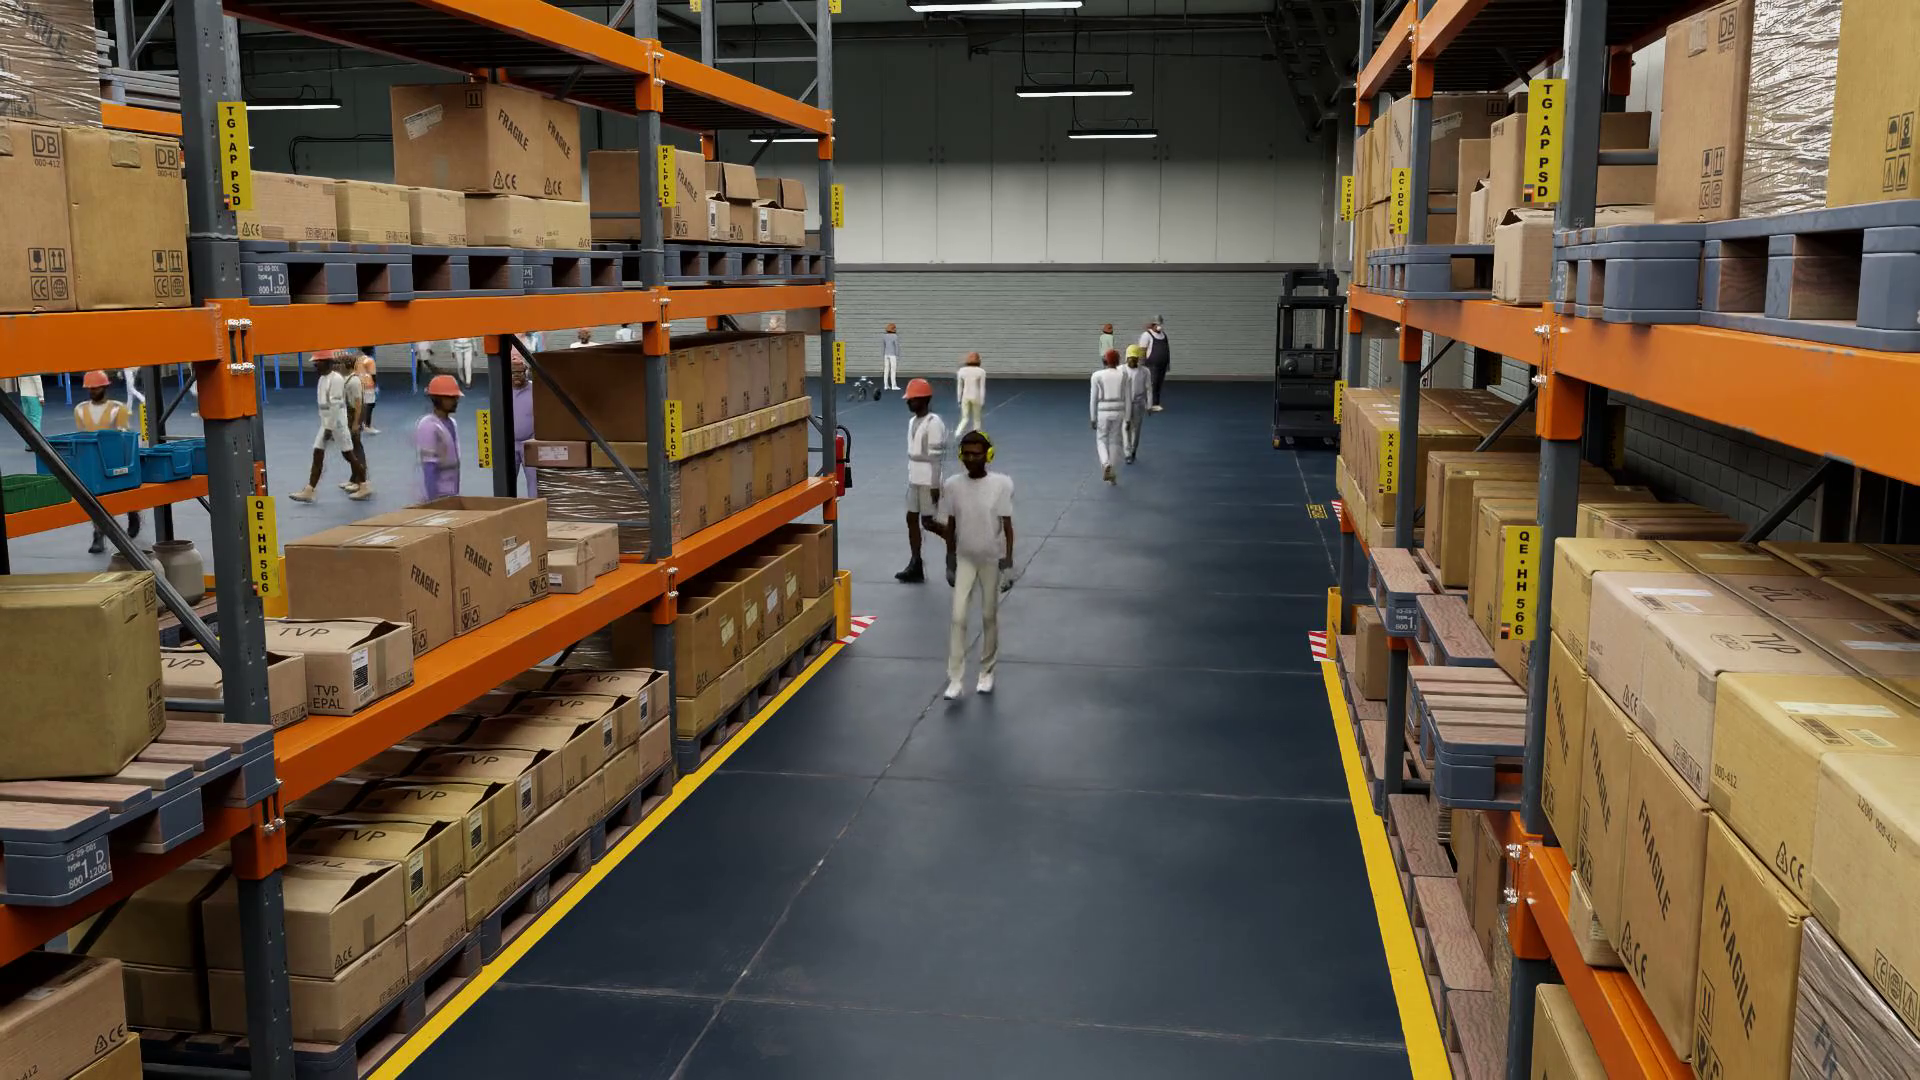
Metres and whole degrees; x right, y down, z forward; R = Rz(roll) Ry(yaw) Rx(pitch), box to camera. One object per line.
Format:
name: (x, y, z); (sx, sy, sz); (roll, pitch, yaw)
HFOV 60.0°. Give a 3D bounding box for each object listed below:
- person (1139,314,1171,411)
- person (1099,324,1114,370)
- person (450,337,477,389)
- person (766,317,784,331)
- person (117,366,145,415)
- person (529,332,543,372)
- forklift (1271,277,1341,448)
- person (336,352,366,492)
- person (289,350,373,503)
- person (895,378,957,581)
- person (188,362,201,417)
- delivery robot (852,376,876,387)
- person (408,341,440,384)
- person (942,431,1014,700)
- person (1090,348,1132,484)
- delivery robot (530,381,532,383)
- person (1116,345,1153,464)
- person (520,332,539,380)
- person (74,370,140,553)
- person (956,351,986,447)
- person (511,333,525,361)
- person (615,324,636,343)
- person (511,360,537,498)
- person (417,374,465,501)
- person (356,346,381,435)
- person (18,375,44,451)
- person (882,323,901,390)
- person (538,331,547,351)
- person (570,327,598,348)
person: (4.115, -3.687, 34.689); (0.685, 2.000, 0.540); (-6, 11, -35)
person: (3.587, -4.451, 40.518); (0.269, 1.632, 0.505); (-6, 11, -32)
person: (-12.408, -4.754, 41.558); (0.635, 1.914, 0.797); (-2, 9, -14)
person: (-4.262, -4.187, 38.207); (0.657, 1.865, 0.976); (2, 9, 14)
person: (-16.799, -3.457, 33.753); (0.835, 1.846, 0.525); (3, 10, 20)
person: (-10.470, -4.559, 41.024); (0.327, 1.689, 0.543); (1, 9, 4)
forklift: (5.847, -3.016, 27.970); (1.129, 2.768, 1.873); (1, 9, 9)
person: (-8.096, -1.571, 22.108); (0.334, 1.845, 0.513); (-6, 11, -33)
person: (-7.954, -1.465, 21.030); (0.632, 1.995, 1.046); (9, 13, 44)
person: (-0.280, -0.577, 15.751); (0.644, 1.919, 0.556); (-6, 11, -32)
person: (-15.097, -3.351, 33.162); (0.547, 1.824, 0.641); (1, 9, 6)
delivery robot: (-2.160, -3.575, 37.480); (0.335, 0.223, 0.698); (5, 11, 29)
person: (-13.852, -4.992, 43.083); (0.995, 1.897, 0.554); (2, 9, 10)
person: (0.117, 0.186, 11.320); (0.515, 1.838, 0.877); (2, 9, 9)
person: (2.078, -1.691, 22.804); (0.574, 1.869, 0.539); (0, 9, -2)
delivery robot: (-9.603, -3.573, 38.266); (0.477, 0.478, 0.707); (5, 10, 27)
person: (2.645, -2.103, 25.541); (0.600, 1.803, 0.873); (0, 9, 0)
person: (-10.119, -4.241, 39.279); (0.503, 1.611, 0.689); (-7, 12, -38)
person: (-9.003, -0.865, 17.578); (0.550, 1.916, 0.804); (-1, 9, -5)
person: (0.165, -2.290, 27.246); (0.506, 1.614, 0.622); (4, 10, 23)
person: (-10.567, -4.380, 39.240); (0.638, 1.910, 0.407); (-6, 11, -34)
person: (-8.831, -4.996, 43.713); (0.557, 1.675, 0.591); (-6, 11, -34)
person: (-5.040, -1.110, 19.073); (0.638, 1.910, 0.407); (-1, 9, -9)
person: (-4.599, -0.445, 14.613); (0.582, 2.025, 0.630); (1, 9, 6)
person: (-10.566, -2.724, 29.716); (0.367, 1.680, 0.532); (-7, 12, -38)
person: (-14.999, -2.310, 26.900); (0.526, 1.772, 0.307); (5, 11, 29)
person: (-1.697, -4.507, 40.864); (0.501, 1.632, 0.280); (7, 11, 37)
person: (-10.728, -4.826, 42.483); (0.376, 1.755, 0.535); (-3, 10, -18)
person: (-7.070, -3.072, 31.306); (0.580, 1.857, 0.719); (0, 9, -2)
